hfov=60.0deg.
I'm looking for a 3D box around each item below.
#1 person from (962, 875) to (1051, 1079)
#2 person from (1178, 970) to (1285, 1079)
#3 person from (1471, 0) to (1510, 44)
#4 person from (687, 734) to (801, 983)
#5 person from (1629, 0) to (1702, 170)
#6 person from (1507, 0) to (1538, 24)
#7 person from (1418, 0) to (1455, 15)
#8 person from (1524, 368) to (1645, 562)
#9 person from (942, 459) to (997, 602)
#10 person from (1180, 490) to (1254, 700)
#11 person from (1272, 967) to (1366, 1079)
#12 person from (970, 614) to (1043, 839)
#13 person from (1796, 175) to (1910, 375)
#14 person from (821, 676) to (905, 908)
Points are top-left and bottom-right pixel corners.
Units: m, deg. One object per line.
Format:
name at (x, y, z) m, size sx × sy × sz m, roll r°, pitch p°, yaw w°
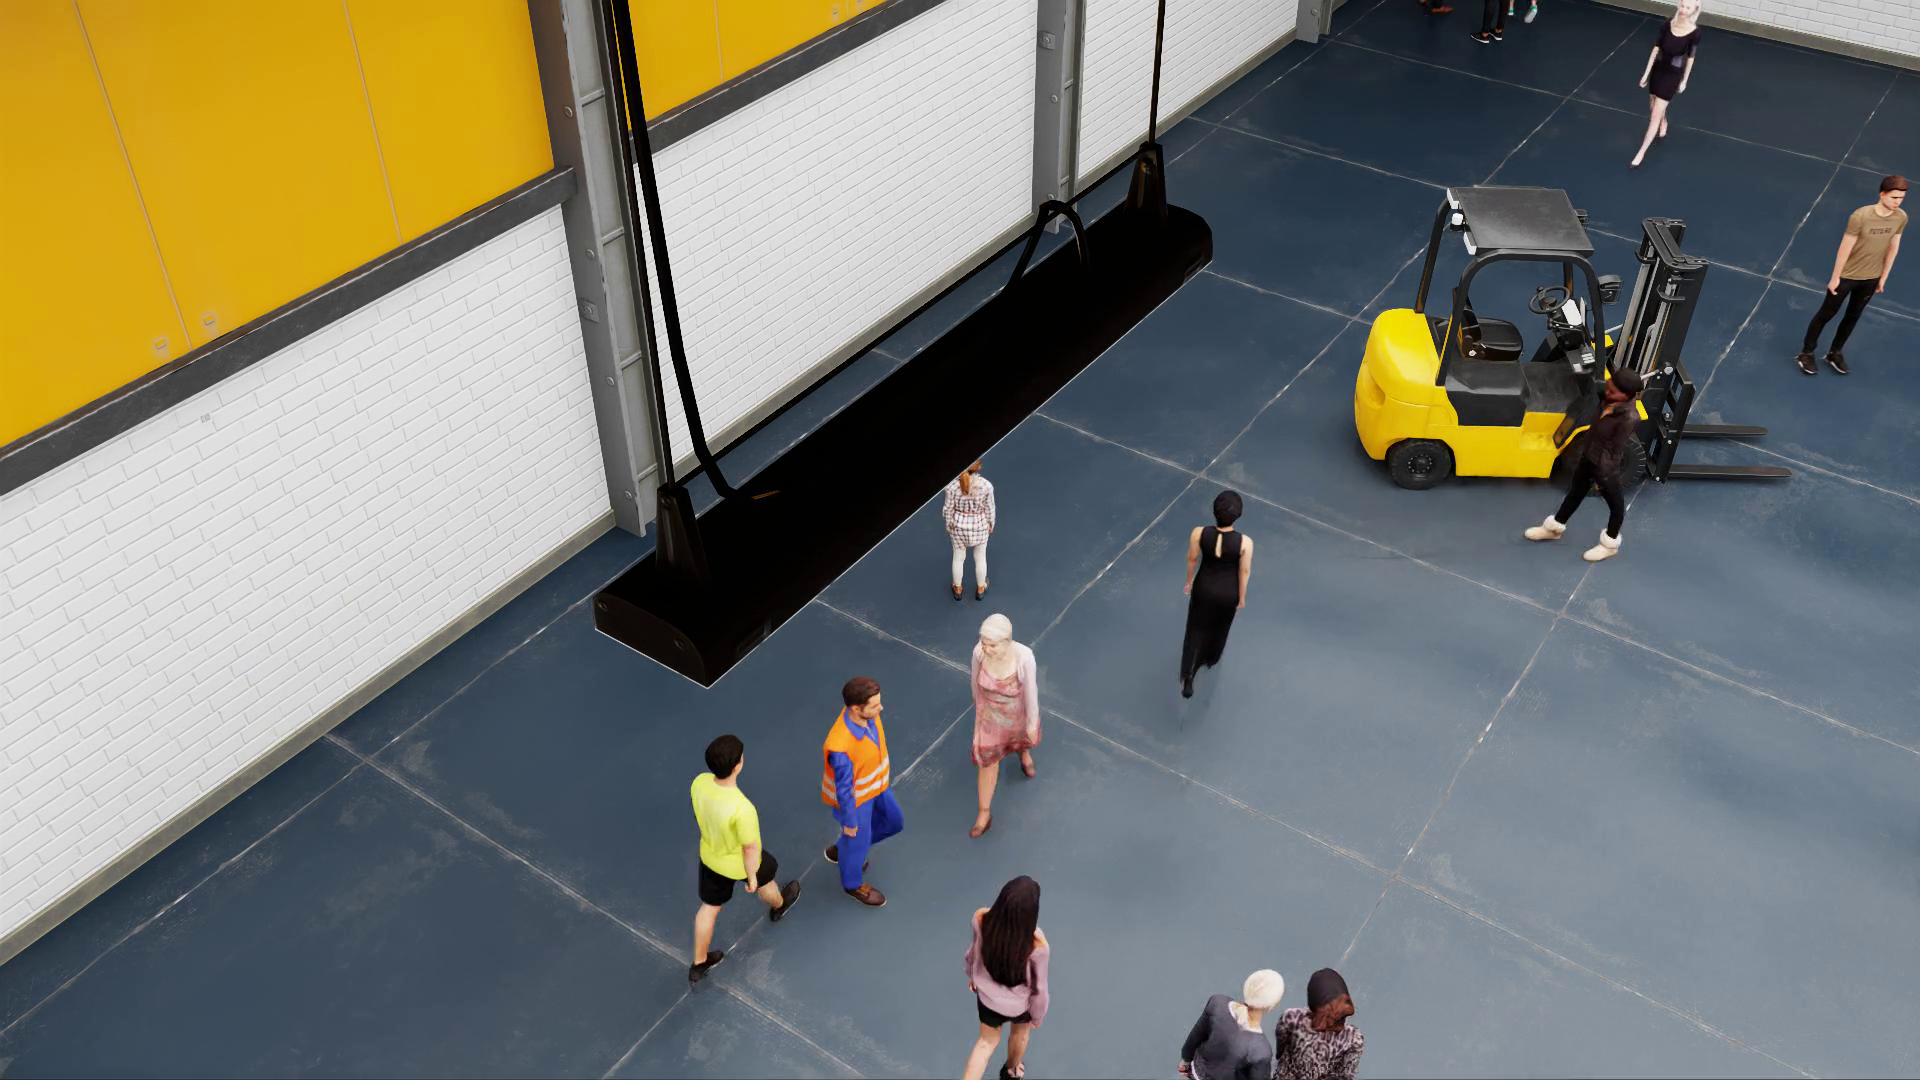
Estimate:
person at (0.208, 2.412, 8.438) m, size 0.724 × 1.789 × 1.047 m, roll 17°, pitch 42°, yaw 20°
person at (1.223, 2.698, 8.146) m, size 0.781 × 1.707 × 0.748 m, roll -28°, pitch 47°, yaw -31°
person at (6.572, -6.972, 20.128) m, size 0.712 × 1.864 × 0.830 m, roll -15°, pitch 41°, yaw -18°
person at (-1.340, 1.806, 9.298) m, size 0.668 × 1.662 × 1.123 m, roll 21°, pitch 43°, yaw 24°
person at (7.477, -4.879, 17.563) m, size 0.716 × 1.794 × 1.181 m, roll 31°, pitch 48°, yaw 33°
person at (7.089, -7.253, 20.627) m, size 1.028 × 1.680 × 1.130 m, roll -5°, pitch 39°, yaw -6°
person at (6.092, -7.363, 20.705) m, size 0.955 × 1.755 × 0.889 m, roll -26°, pitch 45°, yaw -29°
person at (4.610, -0.558, 12.267) m, size 0.955 × 1.651 × 0.922 m, roll -12°, pitch 40°, yaw -15°
person at (0.065, -0.108, 11.977) m, size 0.622 × 1.311 × 0.657 m, roll 1°, pitch 39°, yaw 1°
person at (1.689, 0.393, 11.132) m, size 0.761 × 1.582 × 1.004 m, roll 11°, pitch 40°, yaw 14°
person at (1.653, 2.769, 8.089) m, size 0.844 × 1.666 × 1.198 m, roll 10°, pitch 40°, yaw 13°
person at (0.311, 1.004, 10.322) m, size 0.901 × 1.639 × 1.199 m, roll 4°, pitch 39°, yaw 5°
person at (7.698, -2.288, 14.275) m, size 0.736 × 1.849 × 0.767 m, roll -2°, pitch 39°, yaw -2°
person at (-0.665, 1.436, 9.615) m, size 0.858 × 1.845 × 0.766 m, roll 11°, pitch 40°, yaw 13°
